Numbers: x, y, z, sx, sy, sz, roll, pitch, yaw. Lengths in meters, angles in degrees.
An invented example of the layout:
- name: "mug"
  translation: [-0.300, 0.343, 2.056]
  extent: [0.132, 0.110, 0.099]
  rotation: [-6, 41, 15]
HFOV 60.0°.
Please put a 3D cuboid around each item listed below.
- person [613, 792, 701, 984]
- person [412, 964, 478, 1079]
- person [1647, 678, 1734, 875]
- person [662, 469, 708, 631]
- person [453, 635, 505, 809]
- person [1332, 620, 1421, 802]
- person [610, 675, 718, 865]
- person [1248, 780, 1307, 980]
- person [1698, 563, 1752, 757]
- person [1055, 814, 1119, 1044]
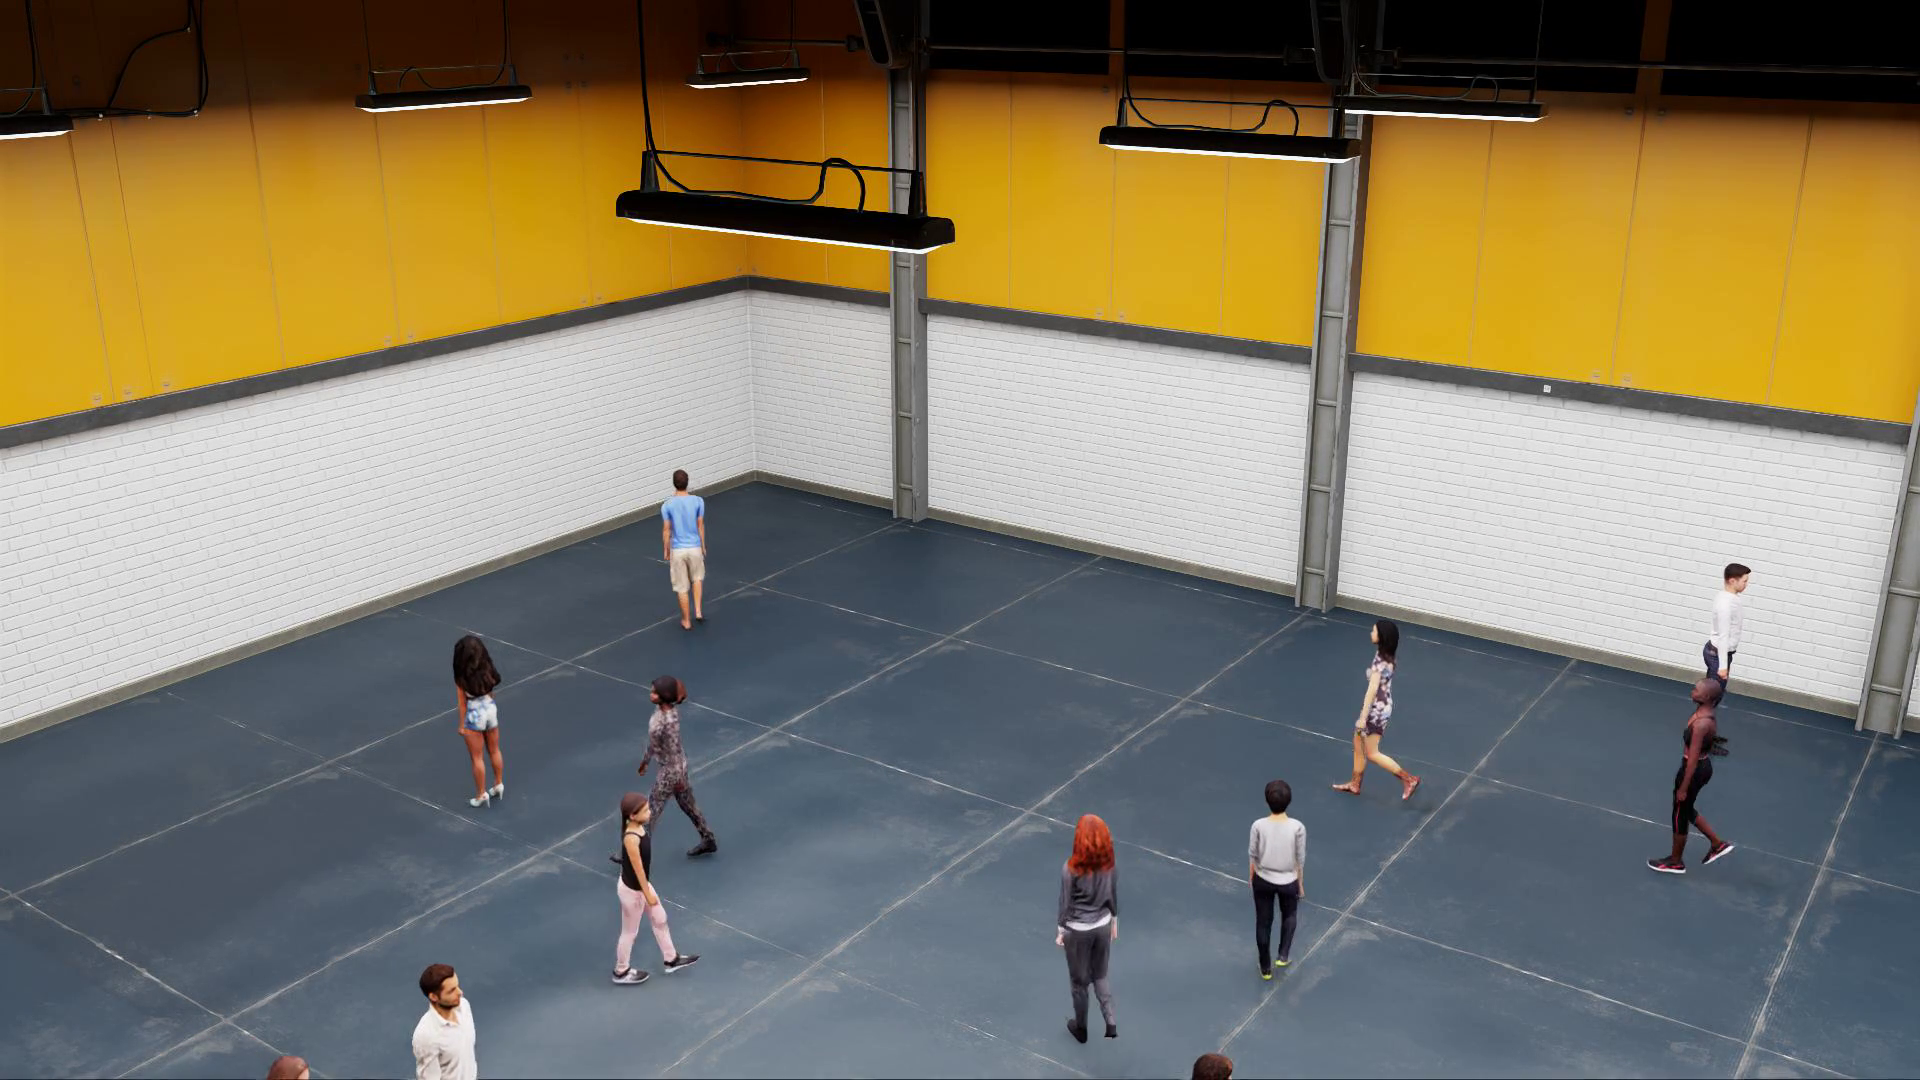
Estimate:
- name: "person"
  translation: [-2.433, 2.552, 12.131]
  extent: [0.946, 1.537, 0.851]
  rotation: [-1, 19, -4]
- name: "person"
  translation: [-3.014, 3.257, 9.576]
  extent: [1.250, 1.832, 0.958]
  rotation: [5, 19, 14]
- name: "person"
  translation: [6.079, 1.960, 13.564]
  extent: [0.893, 1.746, 0.676]
  rotation: [8, 20, 23]
- name: "person"
  translation: [-3.081, 0.135, 18.809]
  extent: [0.784, 1.857, 0.830]
  rotation: [-7, 20, -19]
- name: "person"
  translation: [-4.275, 1.607, 14.800]
  extent: [0.550, 1.626, 0.558]
  rotation: [12, 22, 31]
- name: "person"
  translation: [3.778, 1.557, 14.809]
  extent: [1.061, 1.715, 0.777]
  rotation: [7, 20, 19]
- name: "person"
  translation: [-2.309, 1.921, 13.807]
  extent: [1.089, 1.664, 1.112]
  rotation: [-6, 19, -16]
- name: "person"
  translation: [2.312, 2.532, 12.187]
  extent: [0.619, 1.539, 0.723]
  rotation: [3, 19, 9]
- name: "person"
  translation: [7.265, 1.098, 15.923]
  extent: [0.643, 1.873, 0.658]
  rotation: [8, 20, 23]
- name: "person"
  translation: [0.900, 2.709, 11.302]
  extent: [0.774, 1.770, 0.867]
  rotation: [-8, 20, -22]
